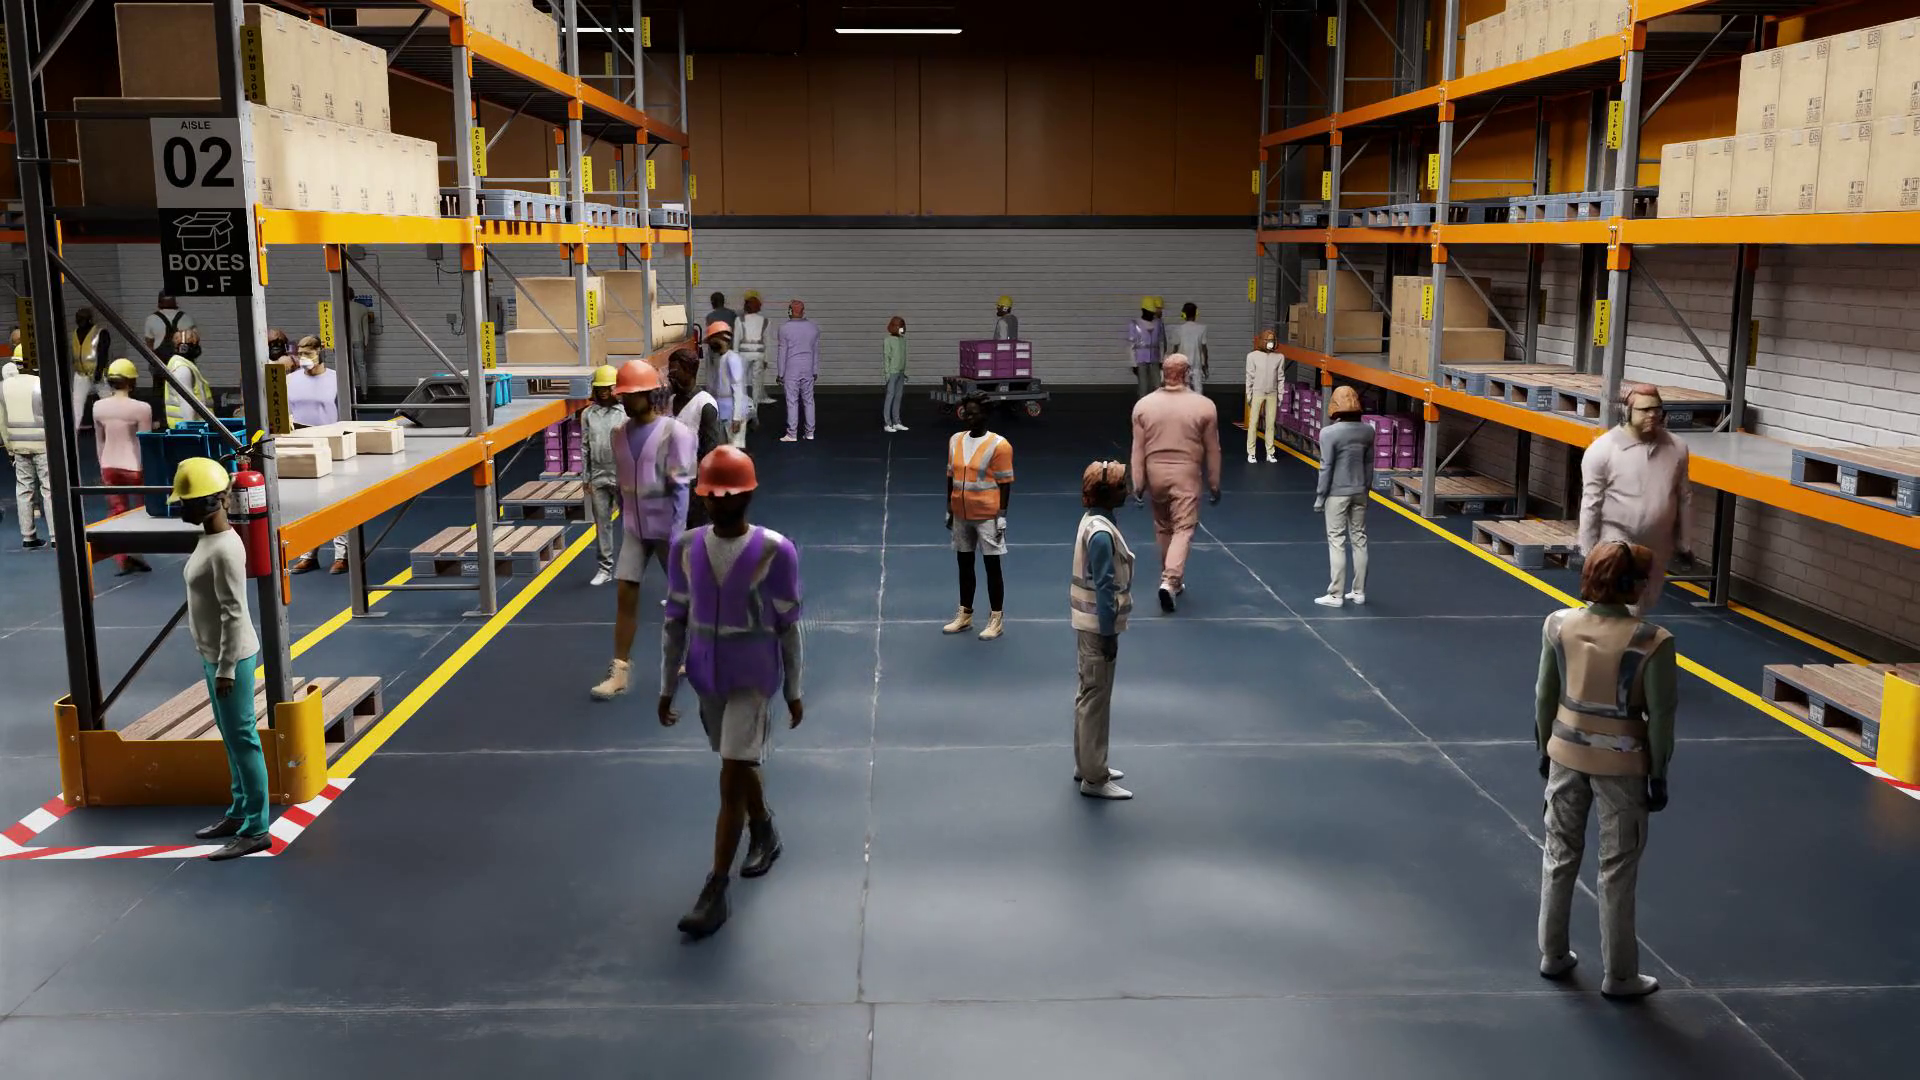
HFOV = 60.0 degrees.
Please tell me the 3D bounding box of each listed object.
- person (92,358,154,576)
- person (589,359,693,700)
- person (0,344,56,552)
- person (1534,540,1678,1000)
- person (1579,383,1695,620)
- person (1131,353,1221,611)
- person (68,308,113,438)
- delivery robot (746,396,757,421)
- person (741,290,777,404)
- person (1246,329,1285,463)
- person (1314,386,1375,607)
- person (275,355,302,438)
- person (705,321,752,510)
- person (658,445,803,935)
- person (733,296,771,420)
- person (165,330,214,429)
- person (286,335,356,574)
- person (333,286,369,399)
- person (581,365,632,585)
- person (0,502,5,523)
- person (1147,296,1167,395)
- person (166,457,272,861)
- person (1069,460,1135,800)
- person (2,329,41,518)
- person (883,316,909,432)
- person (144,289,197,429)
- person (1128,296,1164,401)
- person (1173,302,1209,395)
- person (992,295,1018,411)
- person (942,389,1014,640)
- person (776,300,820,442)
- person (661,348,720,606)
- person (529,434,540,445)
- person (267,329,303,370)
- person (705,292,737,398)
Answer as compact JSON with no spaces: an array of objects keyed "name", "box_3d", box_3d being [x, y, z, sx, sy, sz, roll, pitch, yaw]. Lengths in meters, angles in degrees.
[{"name":"person","box_3d":[-6.695,-0.579,13.392,0.529,1.755,0.362,1,10,4]},{"name":"person","box_3d":[-1.831,-0.088,9.992,0.631,2.000,1.040,5,11,25]},{"name":"person","box_3d":[-7.999,-0.807,14.422,0.591,1.833,0.403,1,10,7]},{"name":"person","box_3d":[2.289,0.813,5.947,0.315,1.636,0.515,-8,13,-38]},{"name":"person","box_3d":[3.945,-0.001,9.809,0.639,1.879,0.873,-2,10,-11]},{"name":"person","box_3d":[1.584,-0.441,12.290,0.644,1.876,0.936,4,11,23]},{"name":"person","box_3d":[-11.970,-2.299,22.914,0.606,1.786,0.957,1,10,5]},{"name":"delivery robot","box_3d":[-3.126,-1.917,23.904,0.477,0.478,0.707,-3,10,-14]},{"name":"person","box_3d":[-3.441,-3.133,27.234,0.795,1.885,0.656,-5,11,-28]},{"name":"person","box_3d":[3.706,-1.745,20.226,0.497,1.629,0.277,-2,10,-9]},{"name":"person","box_3d":[2.827,-0.319,12.259,0.501,1.632,0.287,-5,11,-27]},{"name":"person","box_3d":[-6.318,-0.929,15.692,0.524,1.626,0.616,6,12,32]},{"name":"person","box_3d":[-2.277,-1.230,16.647,0.415,1.889,0.664,-5,11,-25]},{"name":"person","box_3d":[-0.929,0.552,6.722,0.562,1.887,0.993,3,11,18]},{"name":"person","box_3d":[-3.167,-2.761,25.212,0.588,1.860,0.664,-3,11,-17]},{"name":"person","box_3d":[-7.400,-1.096,16.009,0.430,1.843,0.626,-5,11,-26]},{"name":"person","box_3d":[-5.180,-0.686,13.450,0.627,1.941,0.372,1,10,5]},{"name":"person","box_3d":[-10.323,-3.332,28.194,0.627,1.941,0.372,-9,13,-40]},{"name":"person","box_3d":[-2.716,-0.493,12.942,0.486,1.737,0.346,2,10,11]},{"name":"person","box_3d":[-6.818,-0.262,11.315,0.459,1.856,0.557,9,14,41]},{"name":"person","box_3d":[3.047,-2.907,26.130,0.404,1.829,0.591,5,11,26]},{"name":"person","box_3d":[-3.241,0.511,7.281,0.317,1.765,0.522,-6,12,-31]},{"name":"person","box_3d":[0.686,0.428,8.081,0.307,1.640,0.521,0,10,-1]},{"name":"person","box_3d":[-9.033,-1.128,16.193,0.345,1.840,0.504,6,12,31]},{"name":"person","box_3d":[-0.906,-2.352,23.586,0.268,1.631,0.507,7,12,33]},{"name":"person","box_3d":[-11.297,-2.601,23.836,0.702,2.000,0.543,-6,12,-31]},{"name":"person","box_3d":[2.762,-2.637,24.458,0.629,1.882,0.493,-4,11,-21]},{"name":"person","box_3d":[3.234,-2.425,23.419,0.529,1.845,0.481,4,11,20]},{"name":"person","box_3d":[0.708,-2.971,26.470,0.404,1.833,0.600,4,11,21]},{"name":"person","box_3d":[0.113,-0.173,11.270,0.541,1.697,0.316,8,13,37]},{"name":"person","box_3d":[-2.191,-2.264,22.336,0.644,1.908,0.408,-8,13,-38]},{"name":"person","box_3d":[-1.942,-0.432,12.092,0.376,1.917,0.600,-8,13,-38]},{"name":"person","box_3d":[-5.612,-2.194,22.200,0.540,1.826,0.962,1,10,4]},{"name":"person","box_3d":[-6.566,-1.116,16.117,0.631,1.842,0.428,-5,11,-26]},{"name":"person","box_3d":[-3.810,-3.023,26.610,0.629,1.895,0.941,-10,14,-44]}]
